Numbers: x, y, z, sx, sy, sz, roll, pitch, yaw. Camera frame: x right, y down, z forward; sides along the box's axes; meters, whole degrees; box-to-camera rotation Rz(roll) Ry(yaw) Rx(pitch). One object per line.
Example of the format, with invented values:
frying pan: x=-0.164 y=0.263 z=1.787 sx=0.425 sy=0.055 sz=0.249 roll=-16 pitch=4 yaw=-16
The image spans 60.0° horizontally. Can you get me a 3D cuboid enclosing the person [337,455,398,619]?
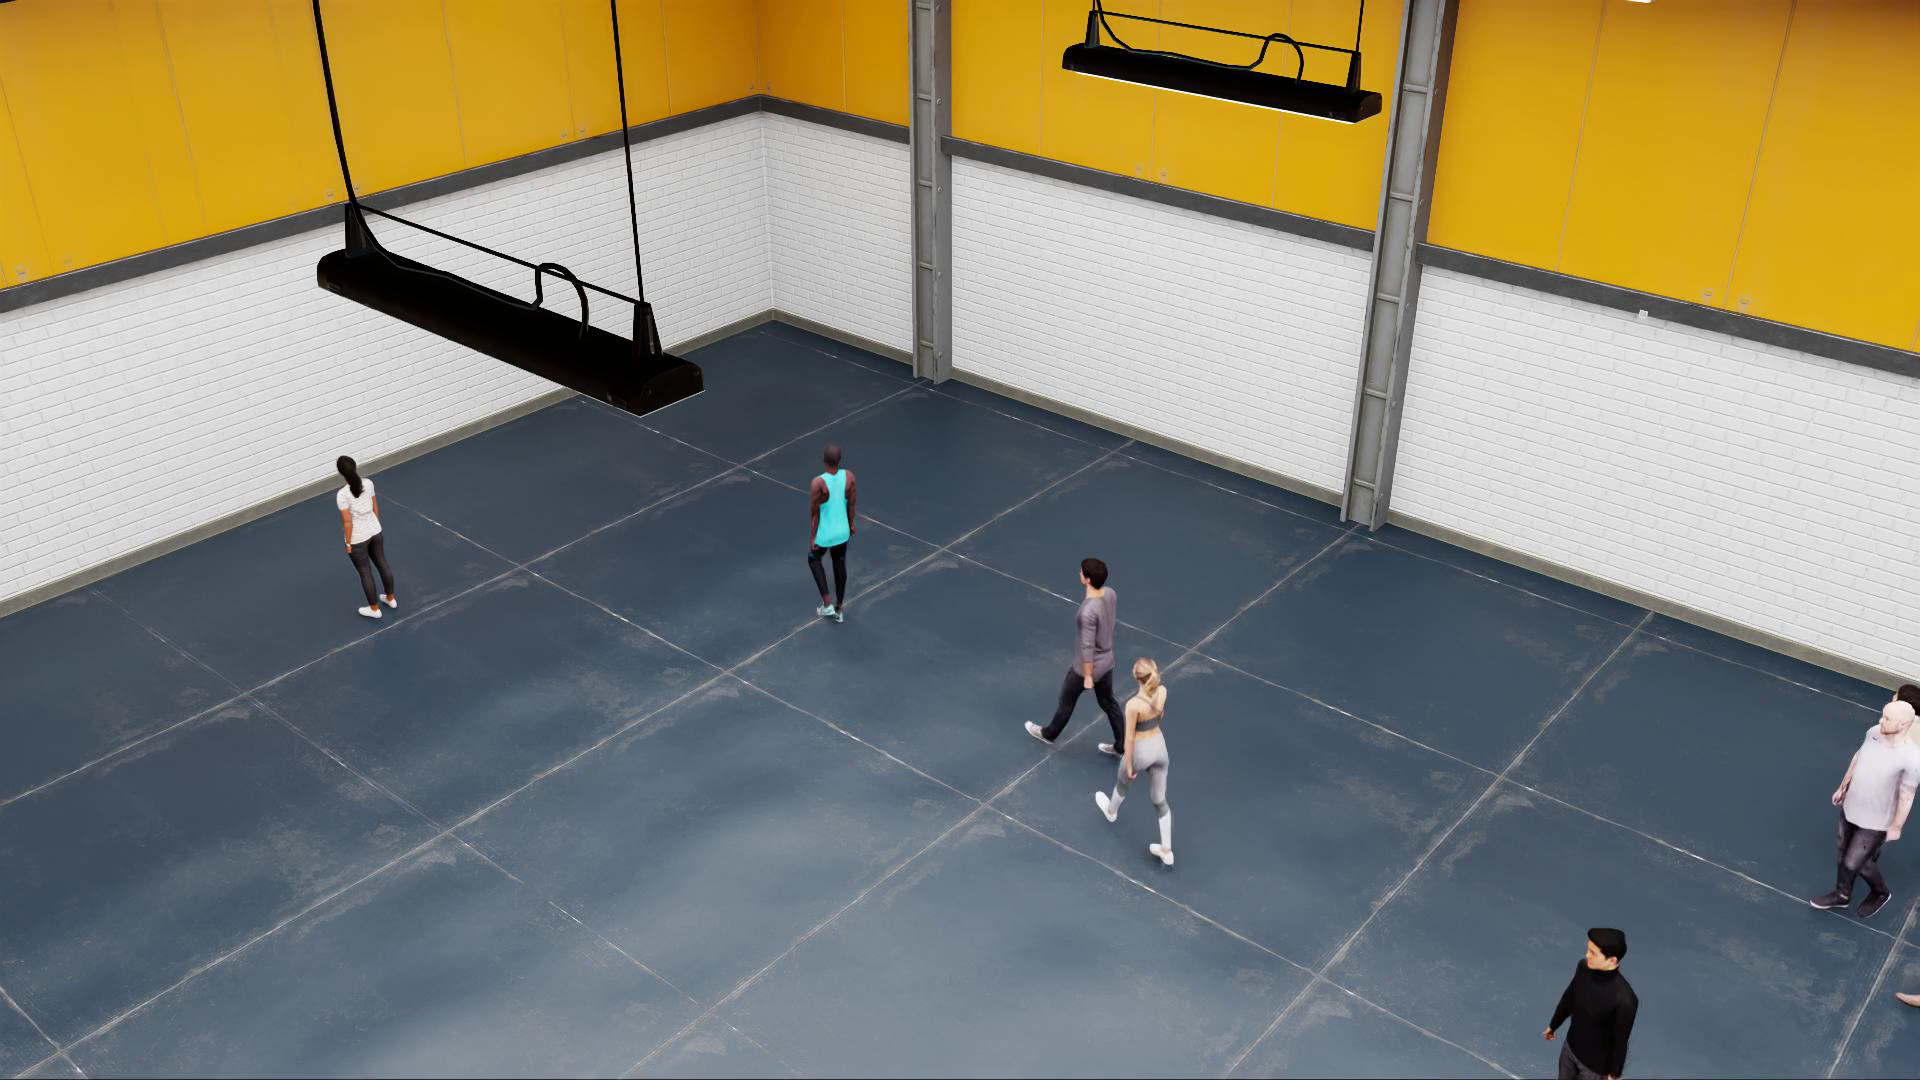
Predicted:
person: x=-5.555 y=-0.044 z=15.511 sx=0.558 sy=1.642 sz=0.598 roll=16 pitch=32 yaw=26

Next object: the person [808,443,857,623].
person: x=-1.145 y=-0.020 z=15.300 sx=0.738 sy=1.802 sz=0.721 roll=-14 pitch=32 yaw=-24

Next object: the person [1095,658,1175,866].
person: x=1.434 y=1.667 z=12.364 sx=0.862 sy=1.654 sz=1.193 roll=-14 pitch=32 yaw=-25

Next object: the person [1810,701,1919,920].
person: x=6.517 y=1.908 z=11.748 sx=0.901 sy=1.819 sz=0.841 roll=-3 pitch=29 yaw=-6

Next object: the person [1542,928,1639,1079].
person: x=3.779 y=2.995 z=9.860 sx=0.849 sy=1.719 sz=0.754 roll=-7 pitch=29 yaw=-12

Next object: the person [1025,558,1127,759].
person: x=1.153 y=1.010 z=13.409 sx=1.124 sy=1.805 sz=0.758 roll=17 pitch=33 yaw=28

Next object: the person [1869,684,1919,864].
person: x=6.833 y=1.755 z=12.272 sx=0.634 sy=1.587 sz=0.553 roll=-20 pitch=35 yaw=-32
